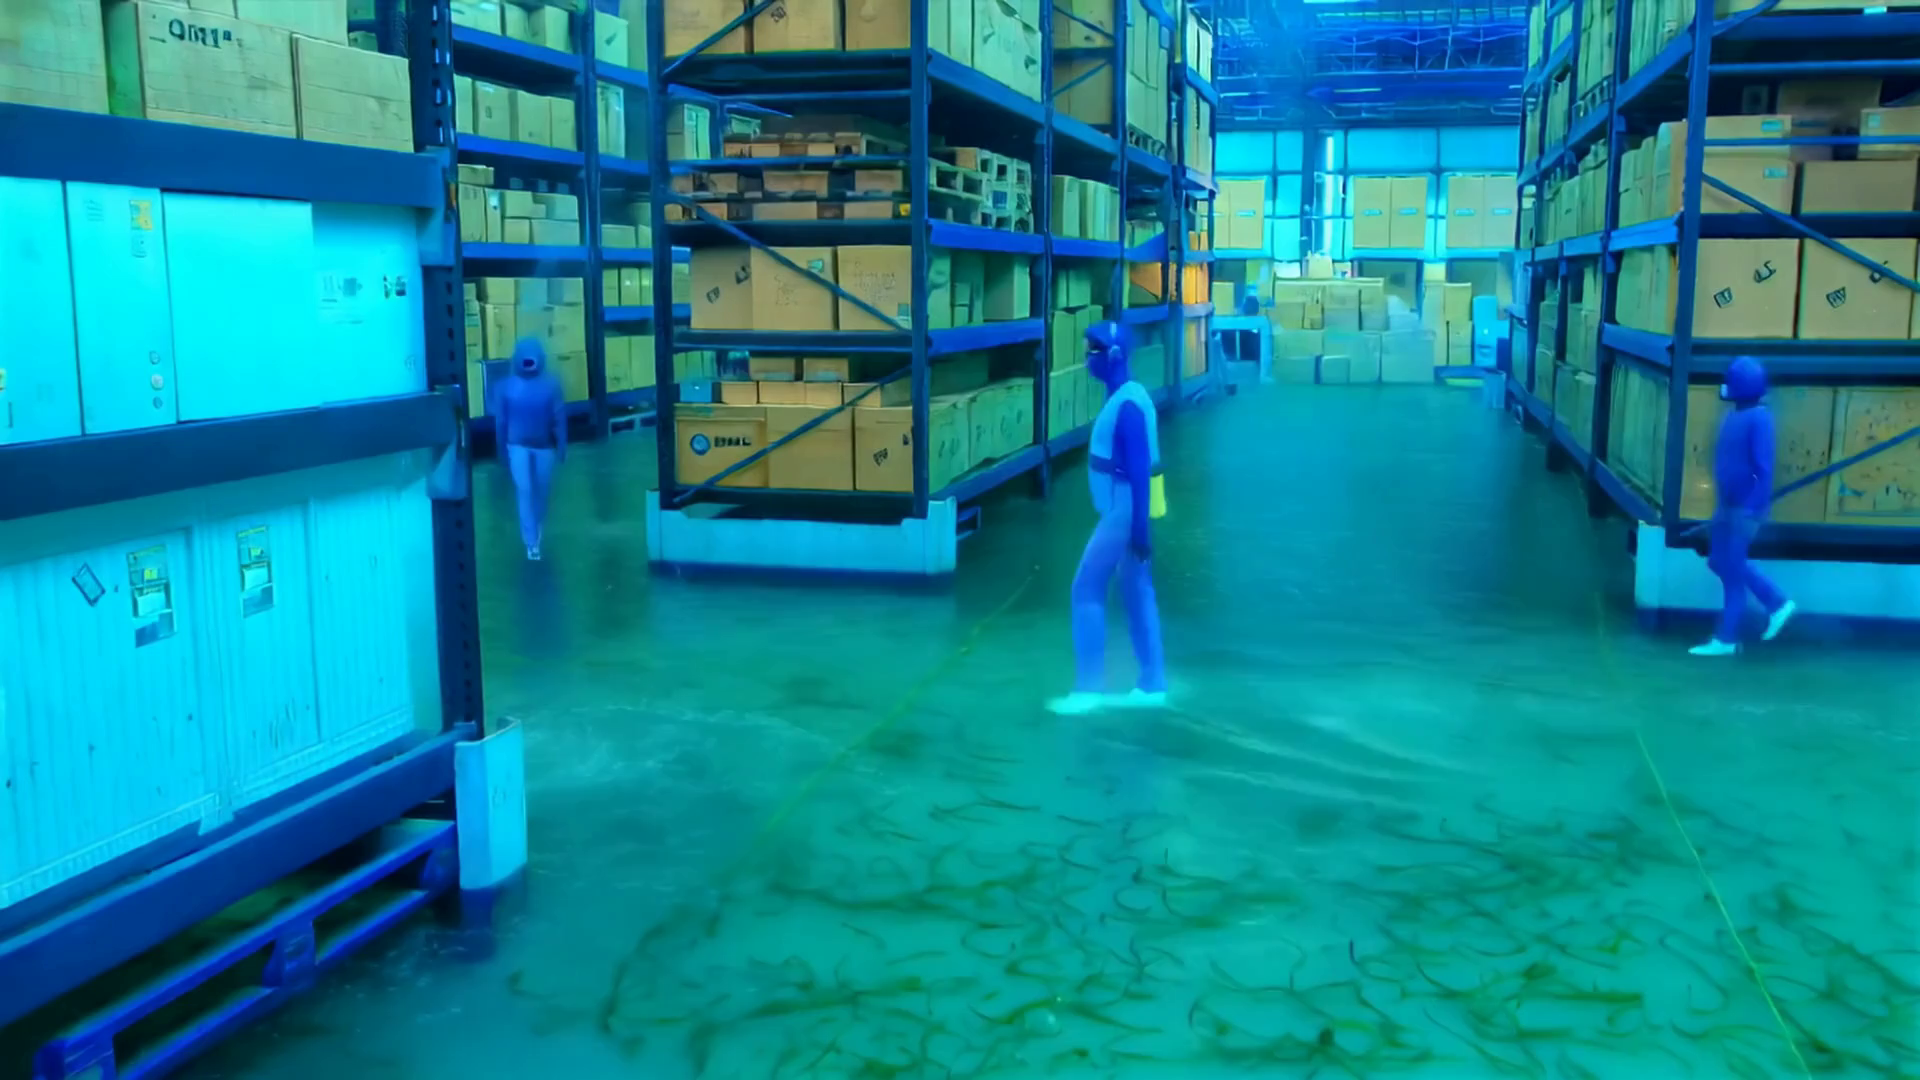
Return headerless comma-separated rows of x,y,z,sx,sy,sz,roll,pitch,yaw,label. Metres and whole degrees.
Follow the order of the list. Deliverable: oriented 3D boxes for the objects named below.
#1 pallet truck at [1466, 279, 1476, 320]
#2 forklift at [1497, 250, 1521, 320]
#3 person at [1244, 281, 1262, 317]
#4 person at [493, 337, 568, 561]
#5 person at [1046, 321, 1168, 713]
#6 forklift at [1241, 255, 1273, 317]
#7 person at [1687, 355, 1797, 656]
18.896,-8.459,60.307,1.885,1.965,0.823,5,10,31,pallet truck
16.010,-6.928,47.789,1.129,2.768,1.873,2,9,15,forklift
6.374,-4.742,36.784,0.772,1.968,0.626,6,11,34,person
-3.149,-0.686,12.169,0.502,1.605,0.782,-4,10,-23,person
0.665,-0.100,7.758,0.723,1.819,0.562,1,9,4,person
10.551,-8.662,58.805,1.129,2.768,1.873,2,9,15,forklift
4.217,-0.175,8.863,0.535,1.621,0.499,0,9,0,person
